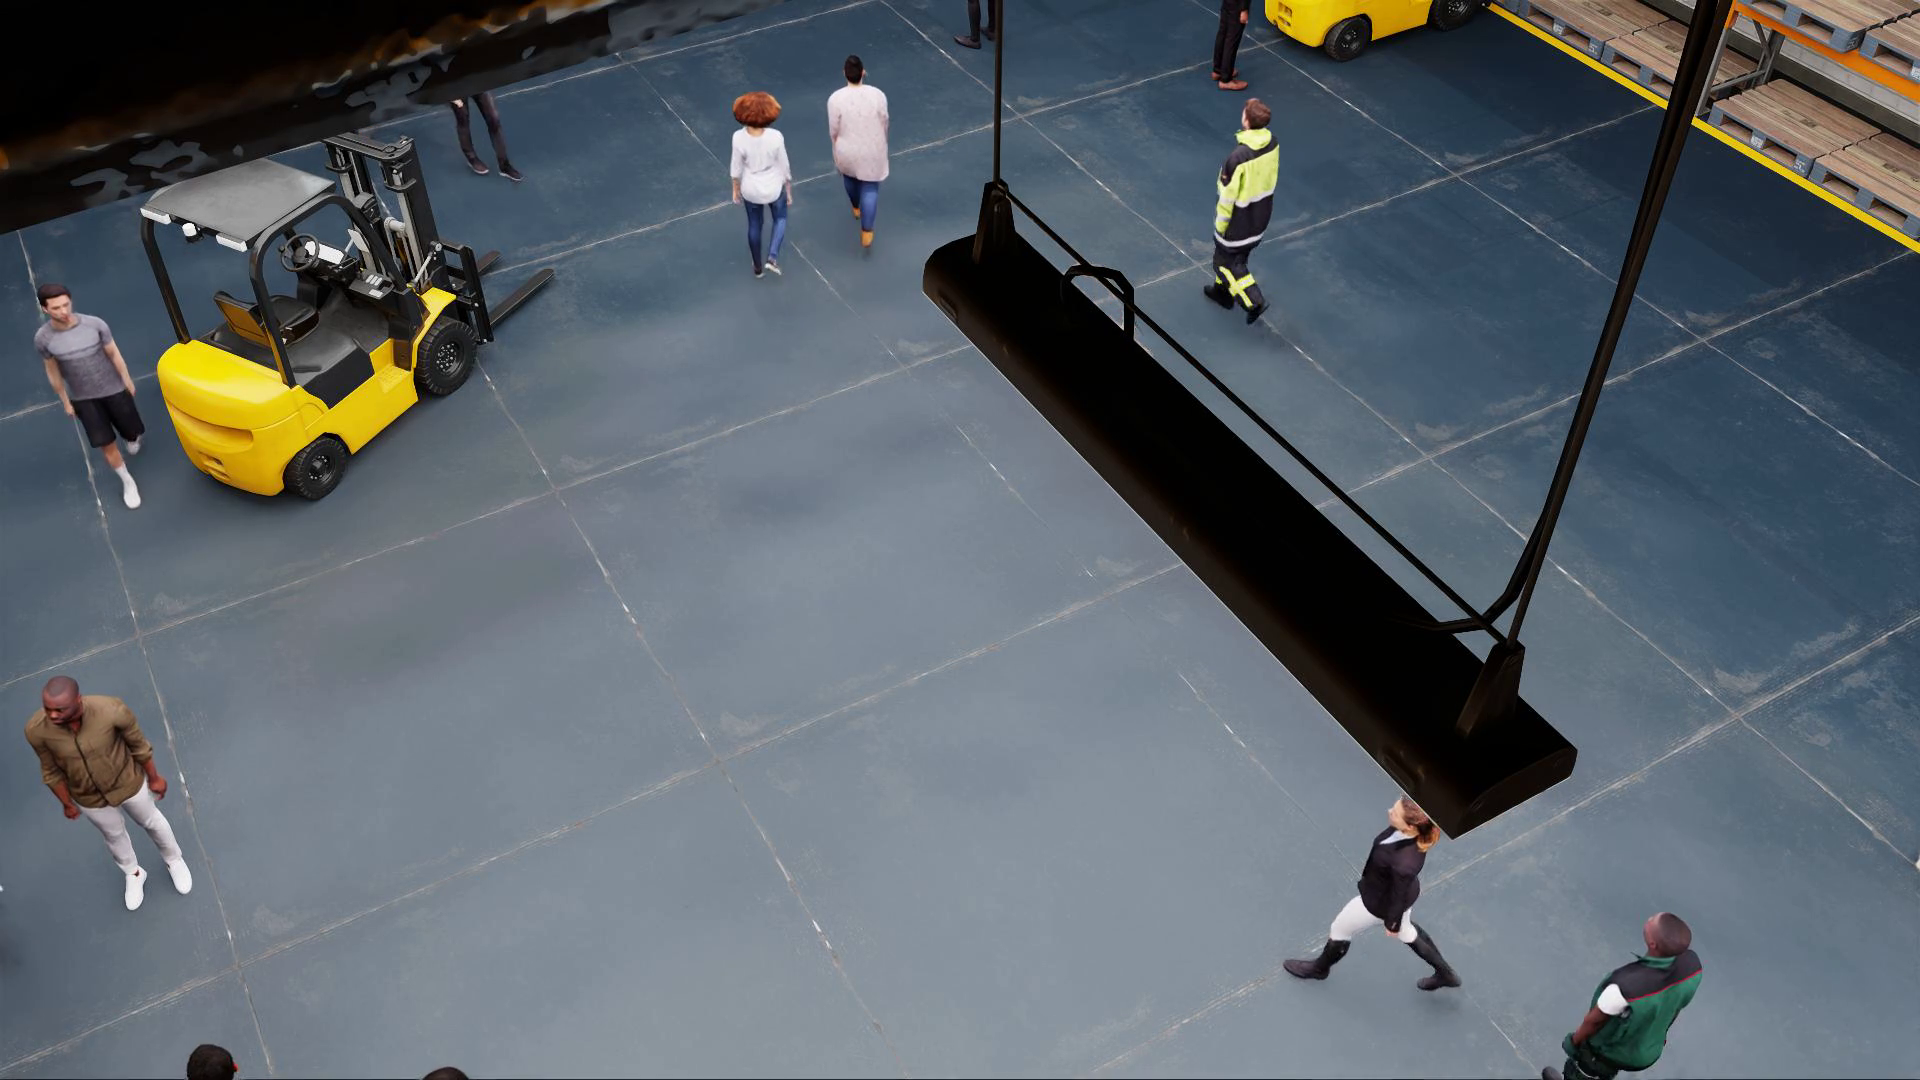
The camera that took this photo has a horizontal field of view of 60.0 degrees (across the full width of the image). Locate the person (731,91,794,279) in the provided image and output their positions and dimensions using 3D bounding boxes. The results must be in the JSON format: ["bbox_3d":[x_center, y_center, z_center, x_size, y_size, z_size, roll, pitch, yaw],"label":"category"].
[{"bbox_3d":[-1.654,-2.918,13.966,0.852,1.699,0.903,0,44,-1],"label":"person"}]

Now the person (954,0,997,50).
[{"bbox_3d":[0.215,-5.992,17.031,0.789,1.923,0.705,-32,52,-29],"label":"person"}]

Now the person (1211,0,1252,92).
[{"bbox_3d":[2.710,-5.378,16.414,0.813,1.884,0.601,-9,44,-10],"label":"person"}]

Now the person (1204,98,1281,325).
[{"bbox_3d":[2.341,-2.620,13.461,0.886,1.965,1.084,-31,51,-28],"label":"person"}]

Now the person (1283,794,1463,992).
[{"bbox_3d":[2.368,1.933,8.881,1.189,1.690,1.086,13,45,13],"label":"person"}]

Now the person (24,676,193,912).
[{"bbox_3d":[-4.793,1.374,9.370,0.756,1.824,0.638,-14,45,-15],"label":"person"}]

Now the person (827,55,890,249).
[{"bbox_3d":[-0.863,-3.344,14.408,1.030,1.707,1.230,0,44,0],"label":"person"}]

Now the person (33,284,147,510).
[{"bbox_3d":[-6.221,-1.127,11.978,0.710,1.848,0.965,-16,46,-16],"label":"person"}]

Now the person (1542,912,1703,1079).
[{"bbox_3d":[3.298,2.514,8.177,0.731,1.819,1.010,-17,46,-17],"label":"person"}]
